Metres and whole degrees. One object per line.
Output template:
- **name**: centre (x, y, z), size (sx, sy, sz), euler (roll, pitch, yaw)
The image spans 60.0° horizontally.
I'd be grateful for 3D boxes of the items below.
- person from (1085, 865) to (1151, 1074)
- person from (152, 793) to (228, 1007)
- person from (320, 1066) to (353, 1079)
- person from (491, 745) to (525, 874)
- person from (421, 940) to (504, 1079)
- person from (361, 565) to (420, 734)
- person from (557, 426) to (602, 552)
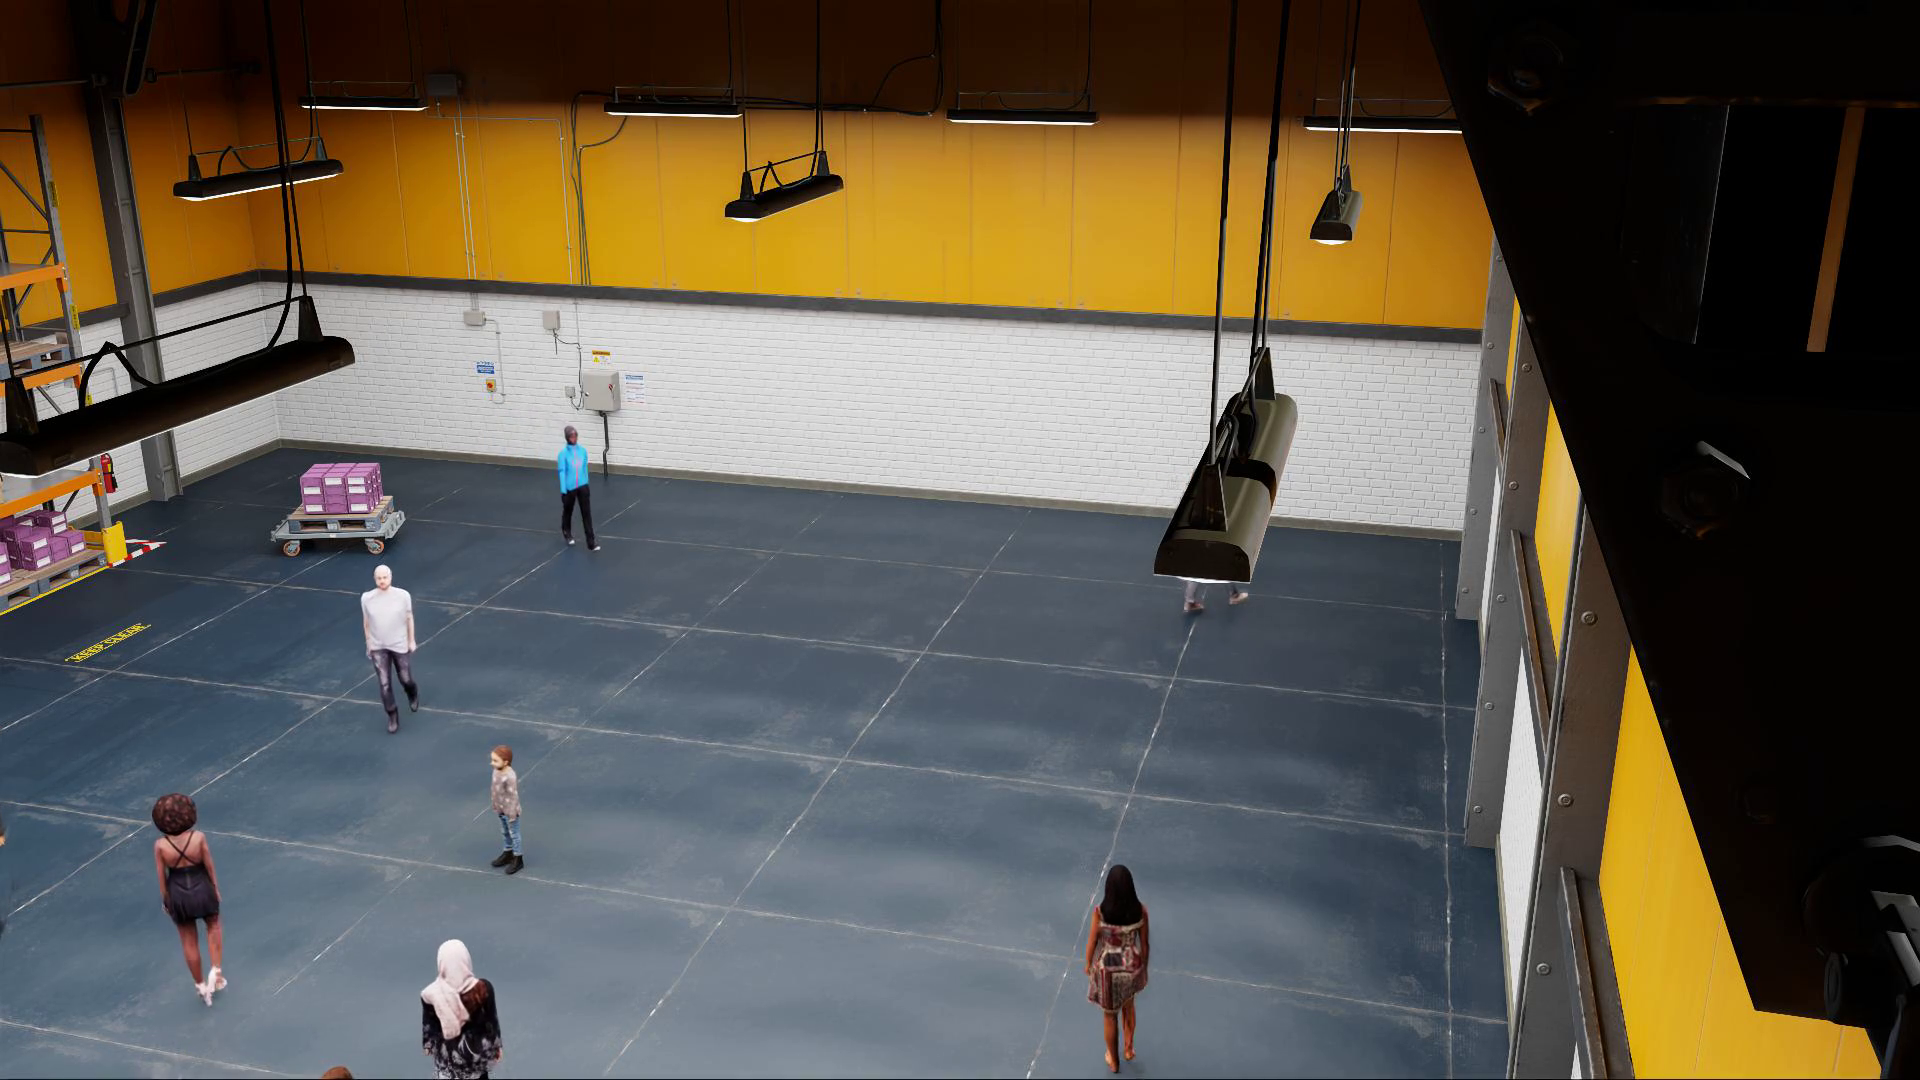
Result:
- **person**: centre (1.150, 3.138, 11.985), size (0.750, 1.633, 0.793), euler (-3, 19, -8)
- **person**: centre (-5.888, 2.803, 12.752), size (0.722, 1.779, 0.779), euler (-8, 20, -23)
- **person**: centre (-3.735, 3.842, 10.183), size (0.588, 1.449, 0.595), euler (14, 23, 36)
- **person**: centre (-4.059, 2.388, 14.901), size (0.547, 1.194, 0.574), euler (16, 24, 39)
- **person**: centre (-3.289, 3.464, 11.064), size (0.998, 1.603, 1.080), euler (-9, 21, -24)
- **person**: centre (-6.064, 1.105, 17.731), size (0.865, 1.818, 0.996), euler (-3, 19, -9)
- **person**: centre (-5.433, -0.717, 23.264), size (1.202, 1.740, 1.178), euler (-13, 23, -35)
